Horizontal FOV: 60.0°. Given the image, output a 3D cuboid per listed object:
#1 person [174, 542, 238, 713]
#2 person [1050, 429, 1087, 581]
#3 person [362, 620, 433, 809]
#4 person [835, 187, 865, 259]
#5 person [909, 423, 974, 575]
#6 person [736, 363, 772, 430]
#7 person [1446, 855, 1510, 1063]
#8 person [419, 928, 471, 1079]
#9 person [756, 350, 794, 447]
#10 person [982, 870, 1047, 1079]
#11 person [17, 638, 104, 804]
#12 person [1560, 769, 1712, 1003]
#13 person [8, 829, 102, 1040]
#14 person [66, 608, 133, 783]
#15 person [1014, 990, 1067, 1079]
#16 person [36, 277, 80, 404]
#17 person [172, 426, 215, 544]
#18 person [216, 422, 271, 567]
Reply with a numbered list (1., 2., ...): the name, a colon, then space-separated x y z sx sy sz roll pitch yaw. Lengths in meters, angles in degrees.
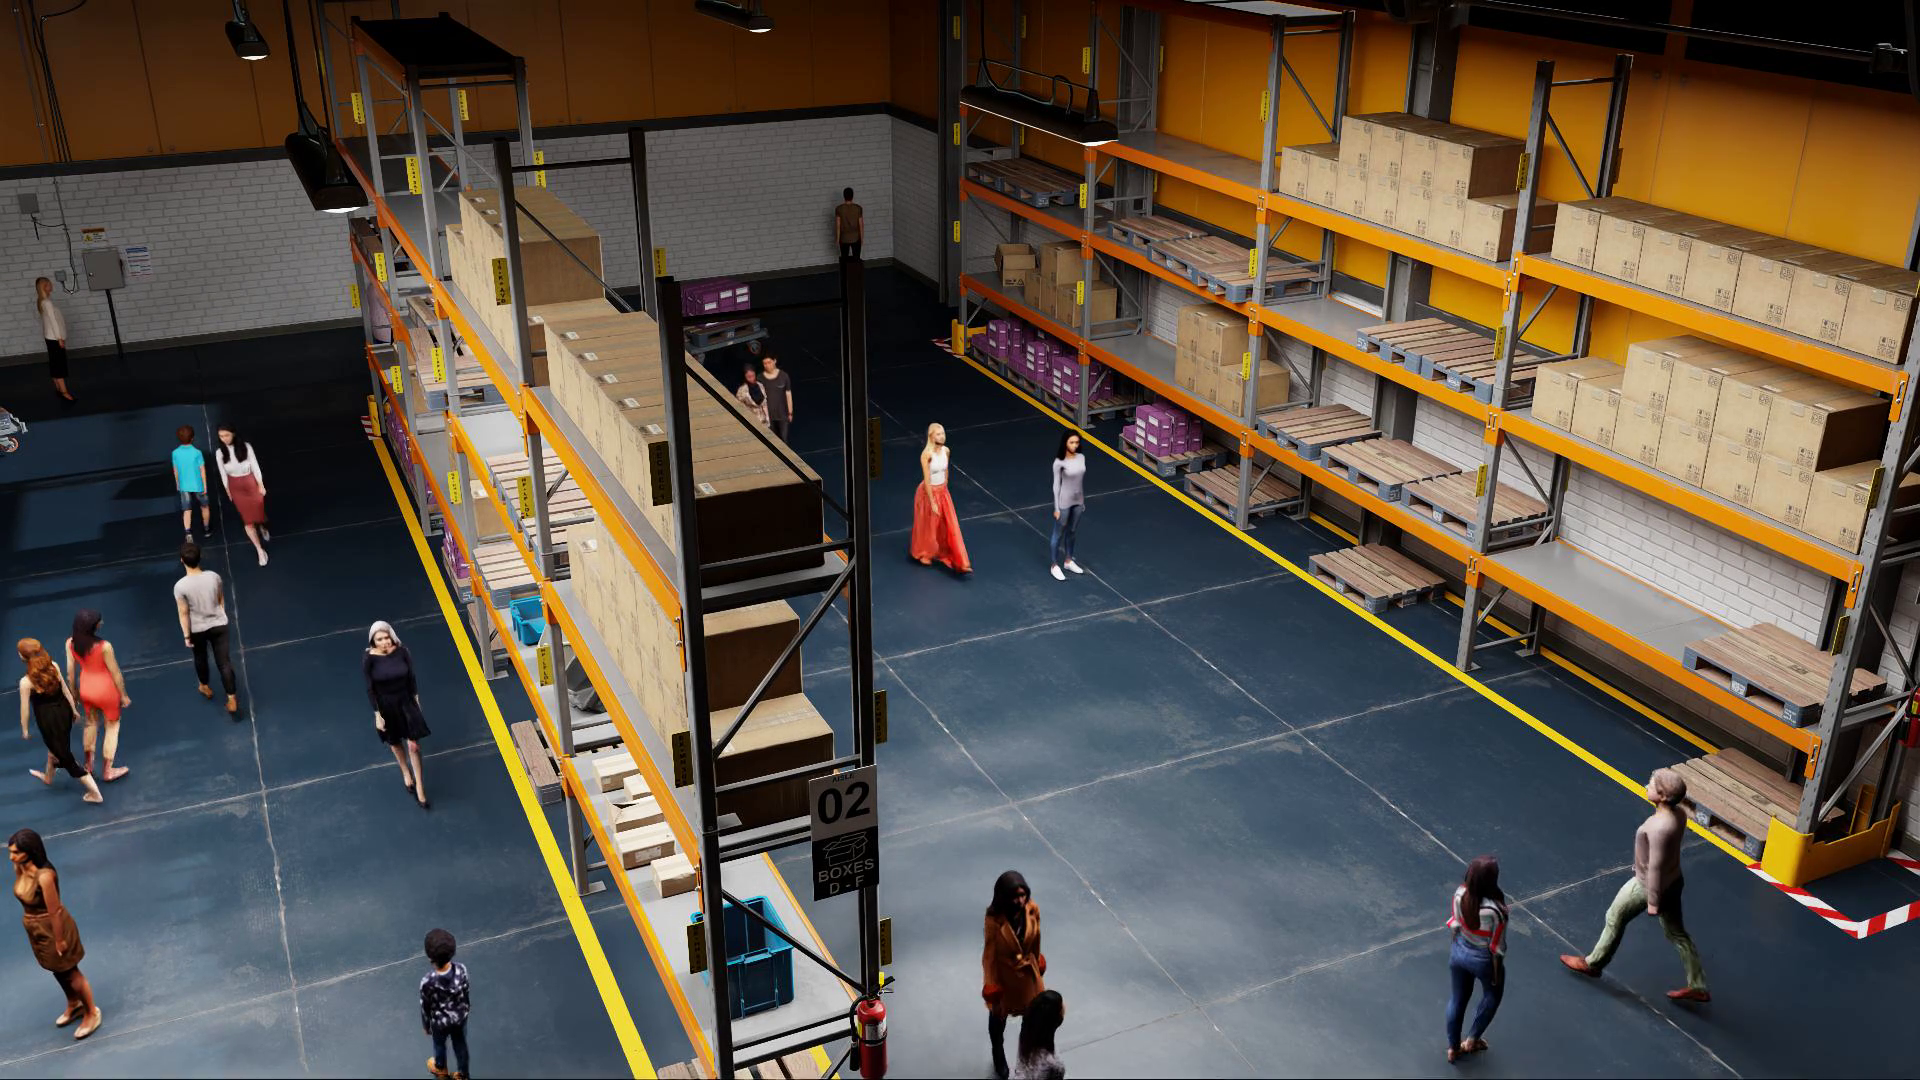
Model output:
1. person: -7.126 0.871 15.811 0.684 1.680 1.120 -15 28 -31
2. person: 1.208 -0.426 18.708 0.646 1.736 0.593 -17 29 -34
3. person: -4.925 1.445 14.440 0.612 1.726 0.823 -12 27 -26
4. person: -1.987 -5.449 30.053 0.729 1.852 0.687 -2 24 -6
5. person: -0.372 -0.475 18.798 0.861 1.754 1.286 -19 30 -37
6. person: -2.639 -1.375 20.860 1.189 1.752 0.888 20 31 38
7. person: 3.463 2.880 11.310 0.757 1.603 0.629 -21 31 -39
8. person: -3.399 3.176 11.093 0.592 1.236 0.710 -17 29 -34
9. person: -2.414 -1.677 21.654 0.908 1.668 1.132 -1 24 -2
10. person: 0.302 2.910 11.121 0.720 1.700 0.967 -9 25 -20
11. person: -7.699 1.596 14.271 1.070 1.586 1.041 8 25 17
12. person: 5.055 2.504 11.866 1.347 1.848 0.993 20 31 38
13. person: -6.322 2.725 11.565 0.604 1.683 0.701 15 28 30
14. person: -7.606 1.372 14.661 0.797 1.683 0.763 -3 24 -7
15. person: 0.360 3.445 9.901 0.721 1.698 1.067 -9 25 -20
16. person: -13.204 -2.922 24.267 0.743 1.857 0.567 -20 31 -38
17. person: -9.037 -0.619 19.537 0.700 1.425 0.985 -4 24 -9
18. person: -8.162 -0.555 19.015 0.699 1.727 0.845 -8 25 -17
